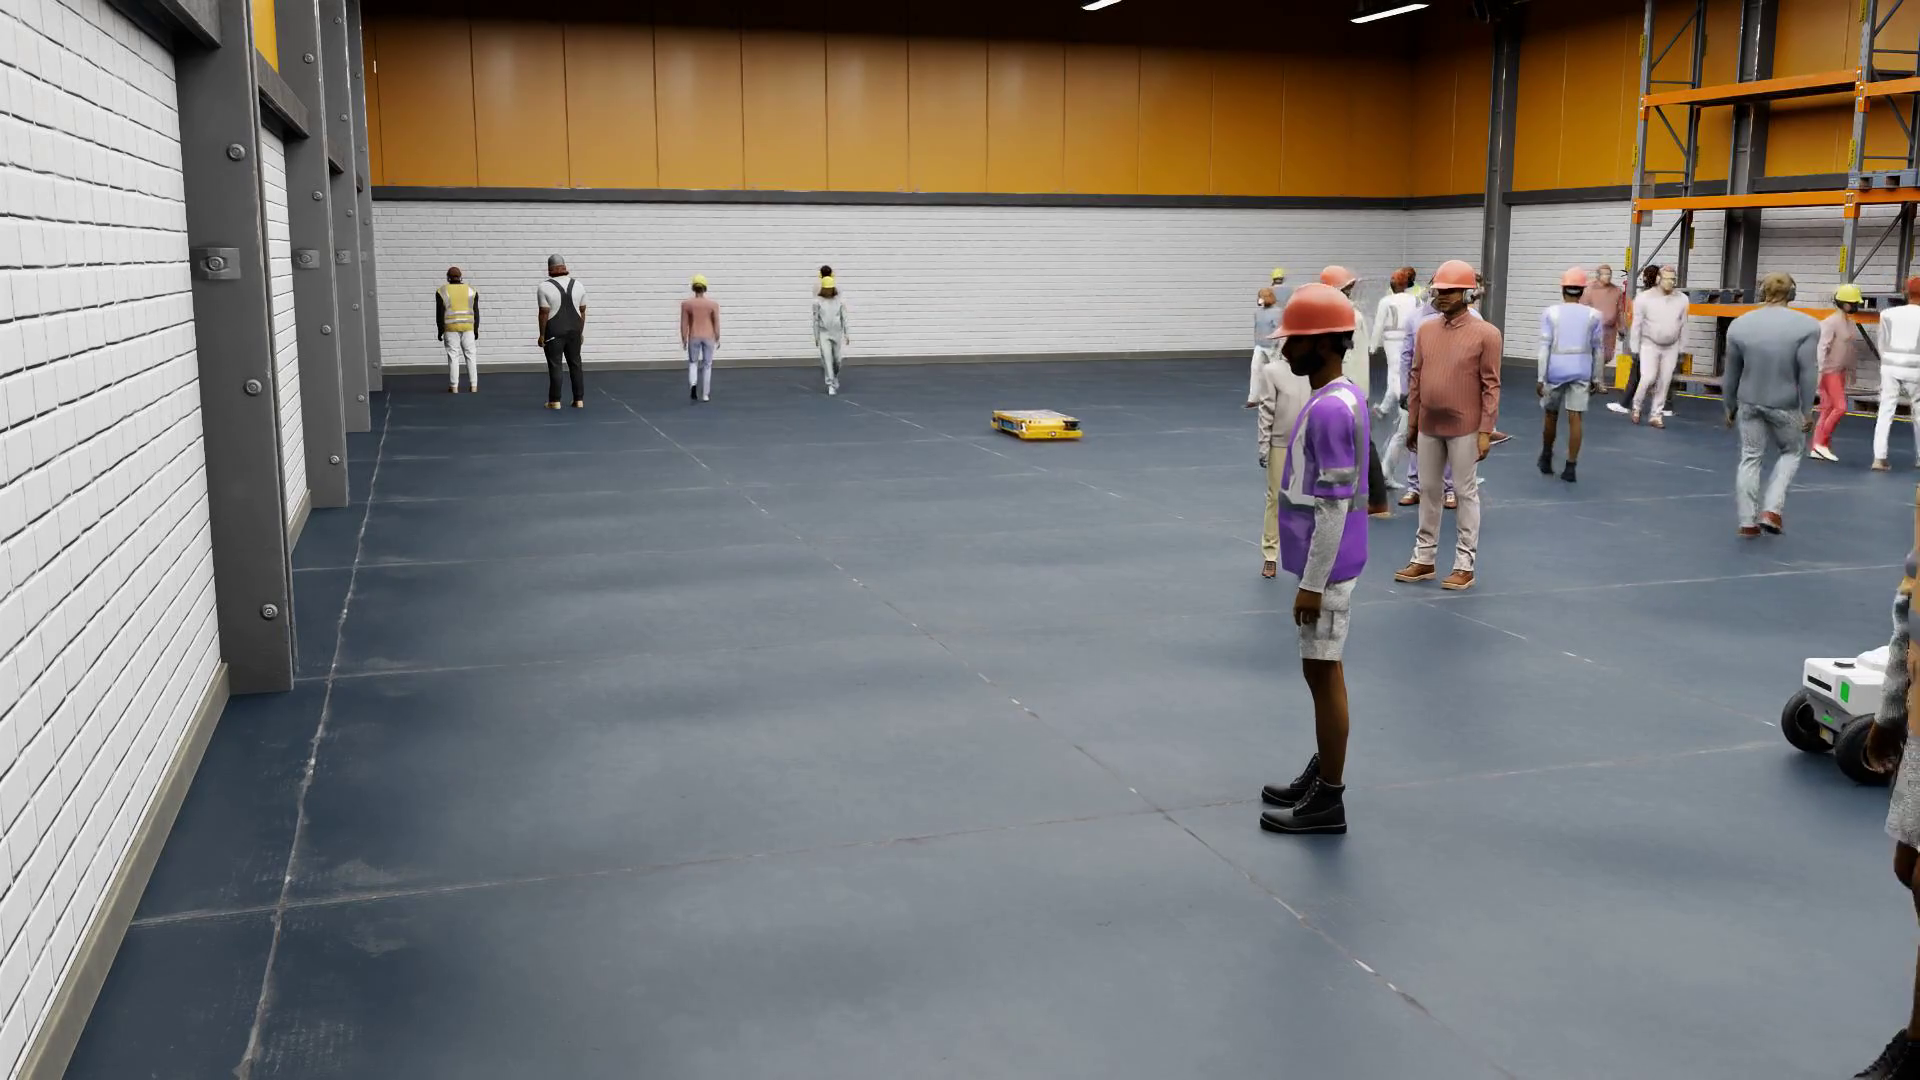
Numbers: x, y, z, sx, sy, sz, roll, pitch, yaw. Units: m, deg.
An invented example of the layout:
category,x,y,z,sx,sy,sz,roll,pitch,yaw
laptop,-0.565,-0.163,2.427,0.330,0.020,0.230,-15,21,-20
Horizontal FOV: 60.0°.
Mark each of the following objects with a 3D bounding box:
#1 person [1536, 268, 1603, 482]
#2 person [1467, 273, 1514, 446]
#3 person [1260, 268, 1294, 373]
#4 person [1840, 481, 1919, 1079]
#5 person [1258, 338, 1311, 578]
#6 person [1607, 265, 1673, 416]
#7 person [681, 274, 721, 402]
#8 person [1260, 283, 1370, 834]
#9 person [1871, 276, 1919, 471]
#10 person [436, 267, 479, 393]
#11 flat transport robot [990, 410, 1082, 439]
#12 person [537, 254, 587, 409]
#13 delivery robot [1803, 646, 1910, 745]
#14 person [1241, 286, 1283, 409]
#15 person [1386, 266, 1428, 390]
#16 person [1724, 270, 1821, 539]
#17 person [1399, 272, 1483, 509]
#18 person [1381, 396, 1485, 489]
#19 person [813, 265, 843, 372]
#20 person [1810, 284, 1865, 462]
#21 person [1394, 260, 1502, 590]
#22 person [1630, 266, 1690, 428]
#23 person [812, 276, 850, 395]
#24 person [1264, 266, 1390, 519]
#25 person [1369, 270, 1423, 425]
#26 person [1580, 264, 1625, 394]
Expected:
category,x,y,z,sx,sy,sz,roll,pitch,yaw
person,5.519,-1.507,15.126,0.568,1.890,0.946,2,10,11
person,5.385,-1.898,17.617,0.993,1.821,0.537,9,14,43
person,5.320,-3.660,27.929,0.606,1.785,0.907,-2,10,-10
person,2.453,0.424,3.901,0.764,1.918,0.557,-1,10,-3
person,2.121,-0.571,10.464,0.498,1.633,0.279,0,10,-1
person,8.702,-2.526,21.076,0.600,1.875,0.927,-6,11,-31
person,-3.545,-2.757,22.782,0.530,1.754,0.431,-1,10,-4
person,1.249,0.072,5.873,0.369,1.935,0.545,2,10,13
person,8.941,-1.572,15.709,1.030,1.825,0.575,-10,14,-44
person,-7.348,-3.068,24.342,0.623,1.837,0.430,-5,11,-29
flat transport robot,0.840,-1.314,18.707,0.652,0.197,1.431,-2,10,-14
person,-5.277,-2.749,21.899,0.673,2.000,0.535,-8,13,-39
delivery robot,3.739,0.595,6.566,0.707,0.478,0.477,0,10,-1
person,4.077,-2.539,21.932,0.789,1.604,0.498,-8,13,-40
person,6.639,-3.143,24.768,0.625,1.840,0.430,1,10,8
person,5.768,-0.952,11.853,0.646,1.919,0.453,9,13,42
person,3.832,-1.202,13.331,0.654,1.905,0.408,6,11,30
person,4.011,-1.188,14.172,0.898,1.578,0.521,2,10,9
person,-2.248,-3.750,28.250,0.531,1.846,0.683,-2,10,-12
person,8.526,-1.616,16.210,0.634,1.735,0.473,-7,12,-37
person,2.987,-0.699,10.160,0.379,1.996,0.610,-8,13,-39
person,8.178,-2.245,19.422,0.636,1.890,0.434,0,10,1
person,-1.876,-2.975,24.142,0.540,1.707,0.710,-2,10,-9
person,2.896,-1.142,12.892,1.054,1.930,0.585,6,11,30
person,5.197,-2.299,19.906,0.604,1.822,1.007,-3,10,-19
person,9.369,-3.093,24.358,0.651,1.881,0.775,-2,10,-13
